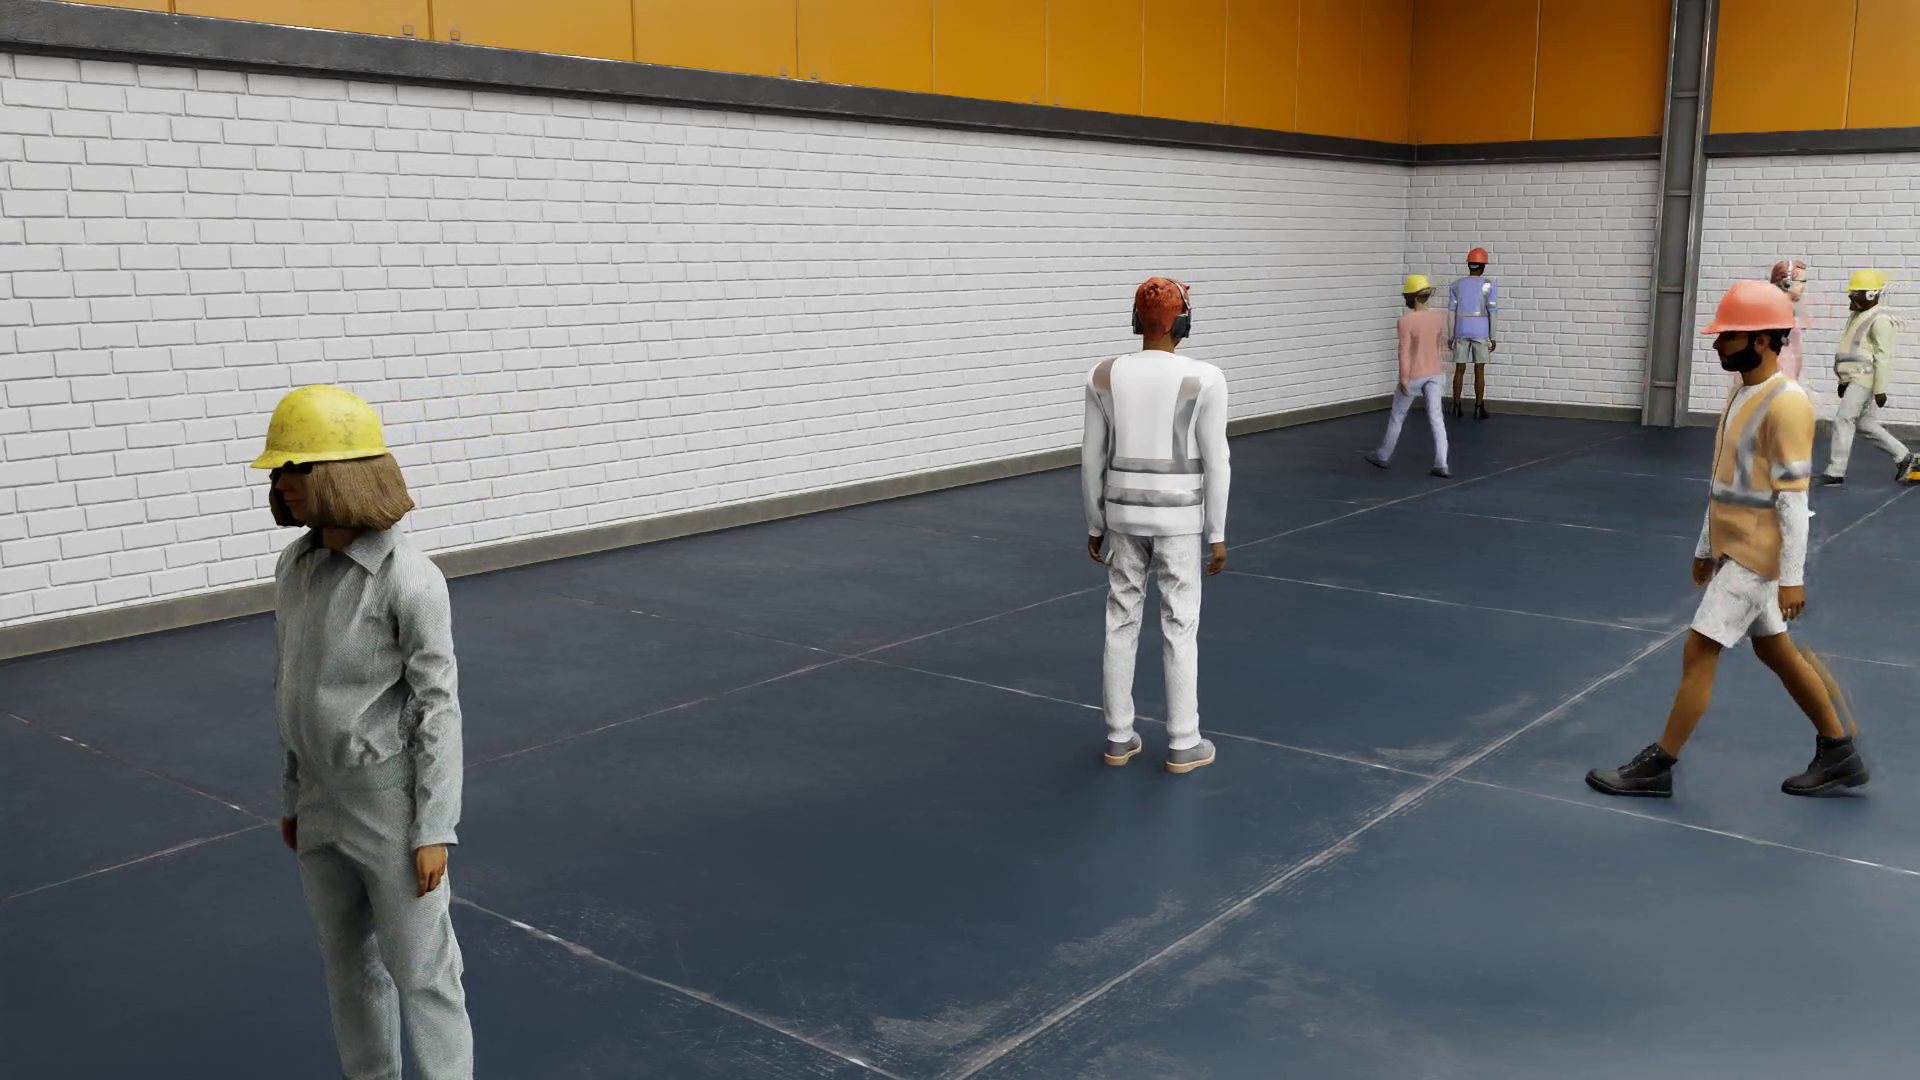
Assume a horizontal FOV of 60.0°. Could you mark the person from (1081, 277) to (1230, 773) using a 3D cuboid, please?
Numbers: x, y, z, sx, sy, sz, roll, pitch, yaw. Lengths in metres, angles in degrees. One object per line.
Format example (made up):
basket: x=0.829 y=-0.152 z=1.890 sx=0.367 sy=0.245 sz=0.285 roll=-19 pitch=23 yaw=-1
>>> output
person: x=0.746 y=-0.052 z=6.355 sx=0.576 sy=1.881 sz=0.352 roll=5 pitch=11 yaw=27

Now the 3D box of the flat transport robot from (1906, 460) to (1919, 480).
flat transport robot: x=8.604 y=-0.567 z=13.678 sx=1.431 sy=0.197 sz=0.652 roll=10 pitch=14 yaw=44

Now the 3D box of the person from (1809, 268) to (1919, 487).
person: x=7.461 y=-1.320 z=13.612 sx=0.806 sy=1.799 sz=0.581 roll=3 pitch=11 yaw=14

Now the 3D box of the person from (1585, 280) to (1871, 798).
person: x=2.858 y=0.020 z=5.957 sx=0.999 sy=1.891 sz=0.565 roll=2 pitch=10 yaw=10

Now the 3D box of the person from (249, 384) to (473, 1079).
person: x=-1.227 y=0.553 z=3.390 sx=0.492 sy=1.742 sz=0.320 roll=7 pitch=12 yaw=32

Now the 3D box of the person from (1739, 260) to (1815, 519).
person: x=5.858 y=-1.038 z=11.815 sx=0.789 sy=1.874 sz=0.676 roll=3 pitch=11 yaw=17

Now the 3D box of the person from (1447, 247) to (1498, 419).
person: x=5.816 y=-2.337 z=18.865 sx=0.553 sy=1.935 sz=0.363 roll=6 pitch=12 yaw=31

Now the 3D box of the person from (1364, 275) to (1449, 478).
person: x=3.929 y=-1.415 z=14.381 sx=0.536 sy=1.720 sz=0.927 roll=-5 pitch=11 yaw=-24
